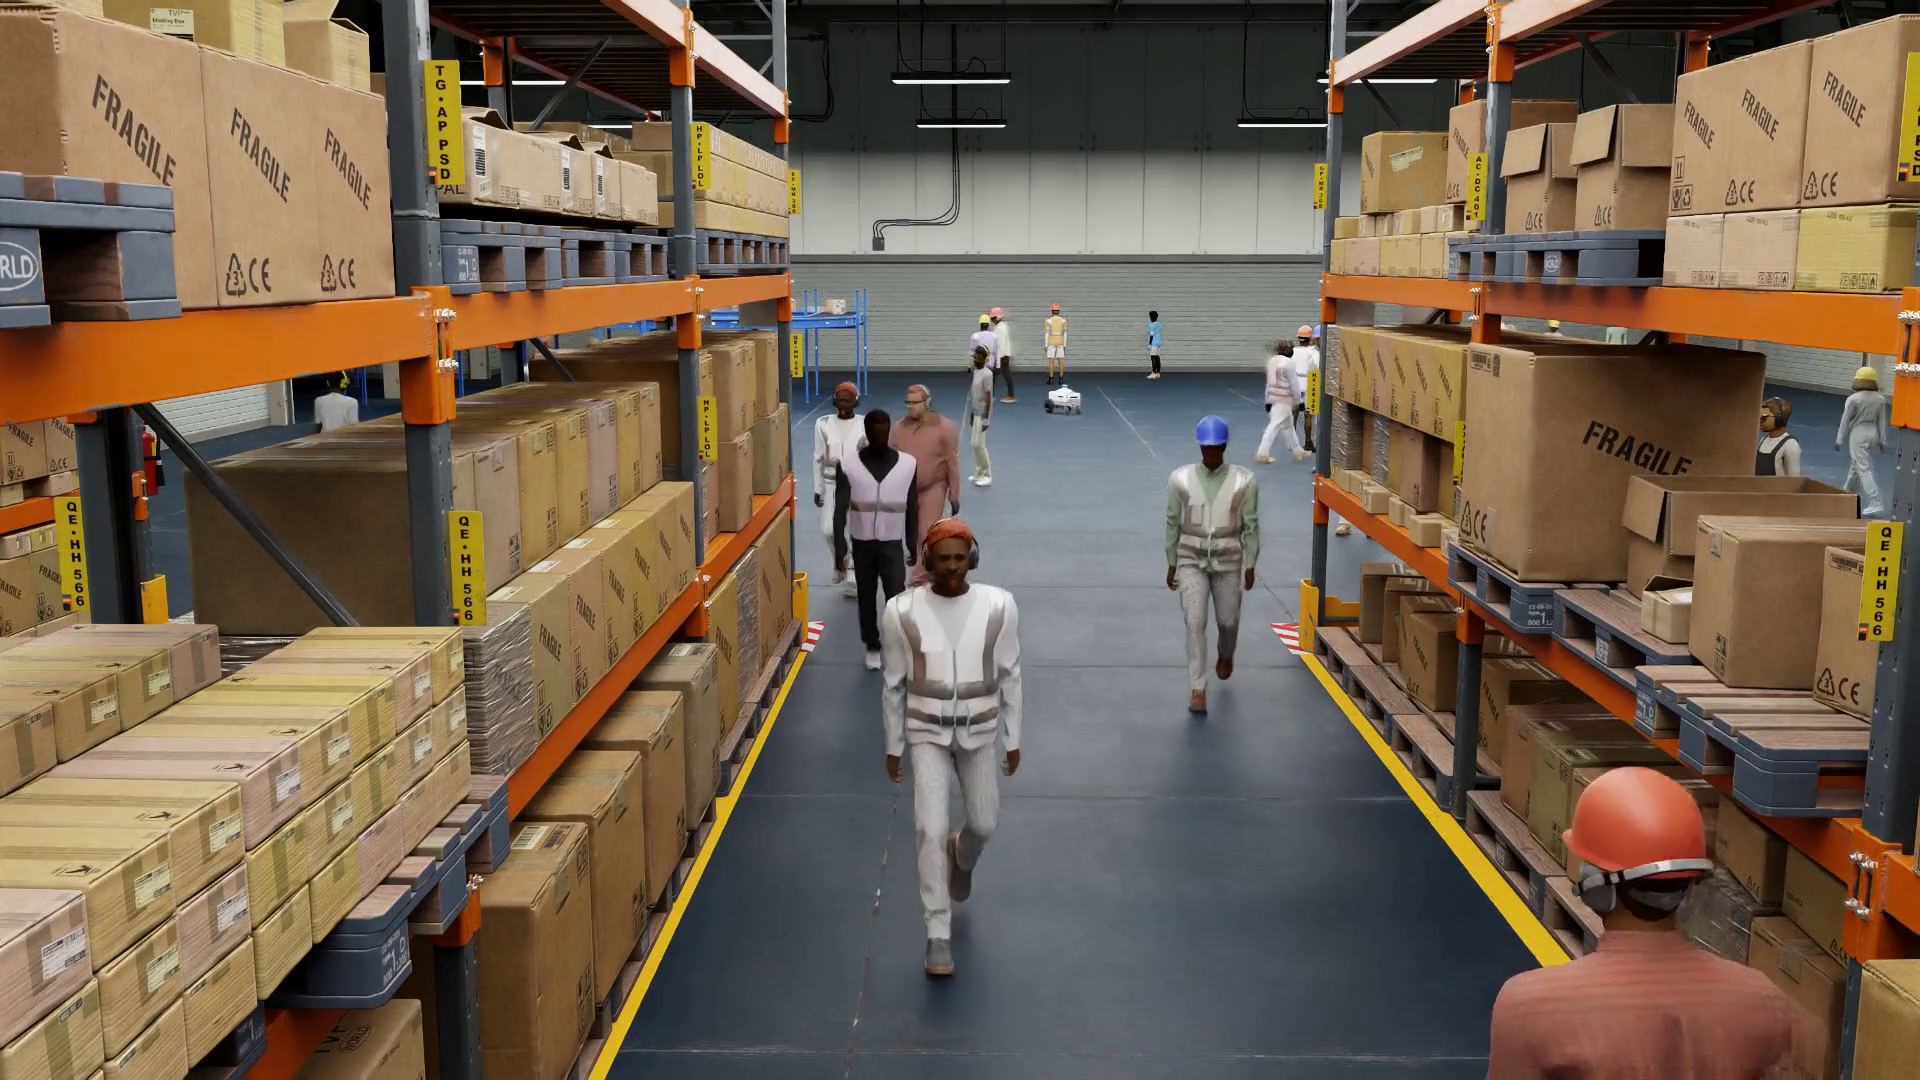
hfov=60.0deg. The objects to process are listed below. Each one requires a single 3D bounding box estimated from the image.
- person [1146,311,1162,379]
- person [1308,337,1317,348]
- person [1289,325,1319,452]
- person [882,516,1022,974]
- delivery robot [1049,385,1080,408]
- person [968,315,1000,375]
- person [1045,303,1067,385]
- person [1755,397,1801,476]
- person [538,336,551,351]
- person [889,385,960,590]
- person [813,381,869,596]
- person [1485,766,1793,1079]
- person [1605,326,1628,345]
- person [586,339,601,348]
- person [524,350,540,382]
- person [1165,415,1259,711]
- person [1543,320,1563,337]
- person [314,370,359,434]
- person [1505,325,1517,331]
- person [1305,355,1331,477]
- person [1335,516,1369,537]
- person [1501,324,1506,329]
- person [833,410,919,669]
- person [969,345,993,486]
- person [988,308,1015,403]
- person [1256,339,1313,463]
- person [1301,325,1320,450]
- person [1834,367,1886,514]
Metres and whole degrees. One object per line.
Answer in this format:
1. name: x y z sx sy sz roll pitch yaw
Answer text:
1. person: 4.863 -4.885 41.644 0.321 1.693 0.530 6 11 32
2. person: 6.461 -2.929 30.109 0.553 1.621 0.382 -2 10 -9
3. person: 5.275 -2.323 25.569 0.545 1.939 0.354 6 11 32
4. person: -0.039 0.810 7.024 0.593 1.863 0.792 -1 10 -6
5. delivery robot: 2.019 -2.752 32.119 0.477 0.478 0.707 -5 11 -28
6. person: 0.462 -3.449 32.495 0.608 1.871 0.983 -3 10 -17
7. person: 2.278 -4.690 39.748 0.545 1.938 0.362 -2 10 -12
8. person: 6.424 -0.207 13.168 0.329 1.844 0.509 0 9 -2
9. person: -7.285 -2.788 29.284 0.367 1.629 0.513 -2 10 -10
10. person: -0.372 -0.391 14.254 0.670 1.862 0.919 5 11 29
11. person: -0.992 -0.454 14.553 0.596 1.867 0.518 1 10 8
12. person: 1.309 1.416 3.164 0.594 1.950 1.020 -3 10 -16
13. person: 15.740 -4.568 39.924 0.509 1.632 0.269 1 10 8
14. person: -4.835 -1.711 22.052 0.641 1.882 1.018 -1 9 -4
15. person: -6.437 -2.111 25.325 0.517 1.591 0.806 -6 11 -33
16. person: 1.666 0.118 11.004 0.616 1.923 0.770 2 10 10
17. person: 12.390 -3.773 34.852 0.566 1.724 0.558 -8 12 -40
18. person: -6.384 -0.867 17.112 0.517 1.851 0.502 3 10 18
19. person: 9.404 -2.724 28.240 0.962 1.866 0.650 -5 11 -26
20. person: 5.036 -1.867 22.753 0.638 1.987 0.870 3 10 16
21. person: 4.289 -0.961 17.701 0.626 1.844 0.429 5 10 25
22. person: 11.426 -3.946 35.555 0.645 1.862 0.984 2 10 13
23. person: -0.575 0.037 11.616 0.620 1.870 0.977 -1 10 -7
24. person: 0.258 -1.634 21.766 0.306 1.834 0.693 -3 10 -15
25. person: 0.741 -3.826 34.478 0.909 1.953 0.643 -2 10 -14
26. person: 4.732 -2.021 24.222 0.976 1.794 0.627 -2 10 -12
27. person: 5.522 -2.321 25.522 0.614 1.945 0.403 7 12 36
28. person: 10.528 -1.170 19.392 0.499 1.693 0.935 -2 10 -12
